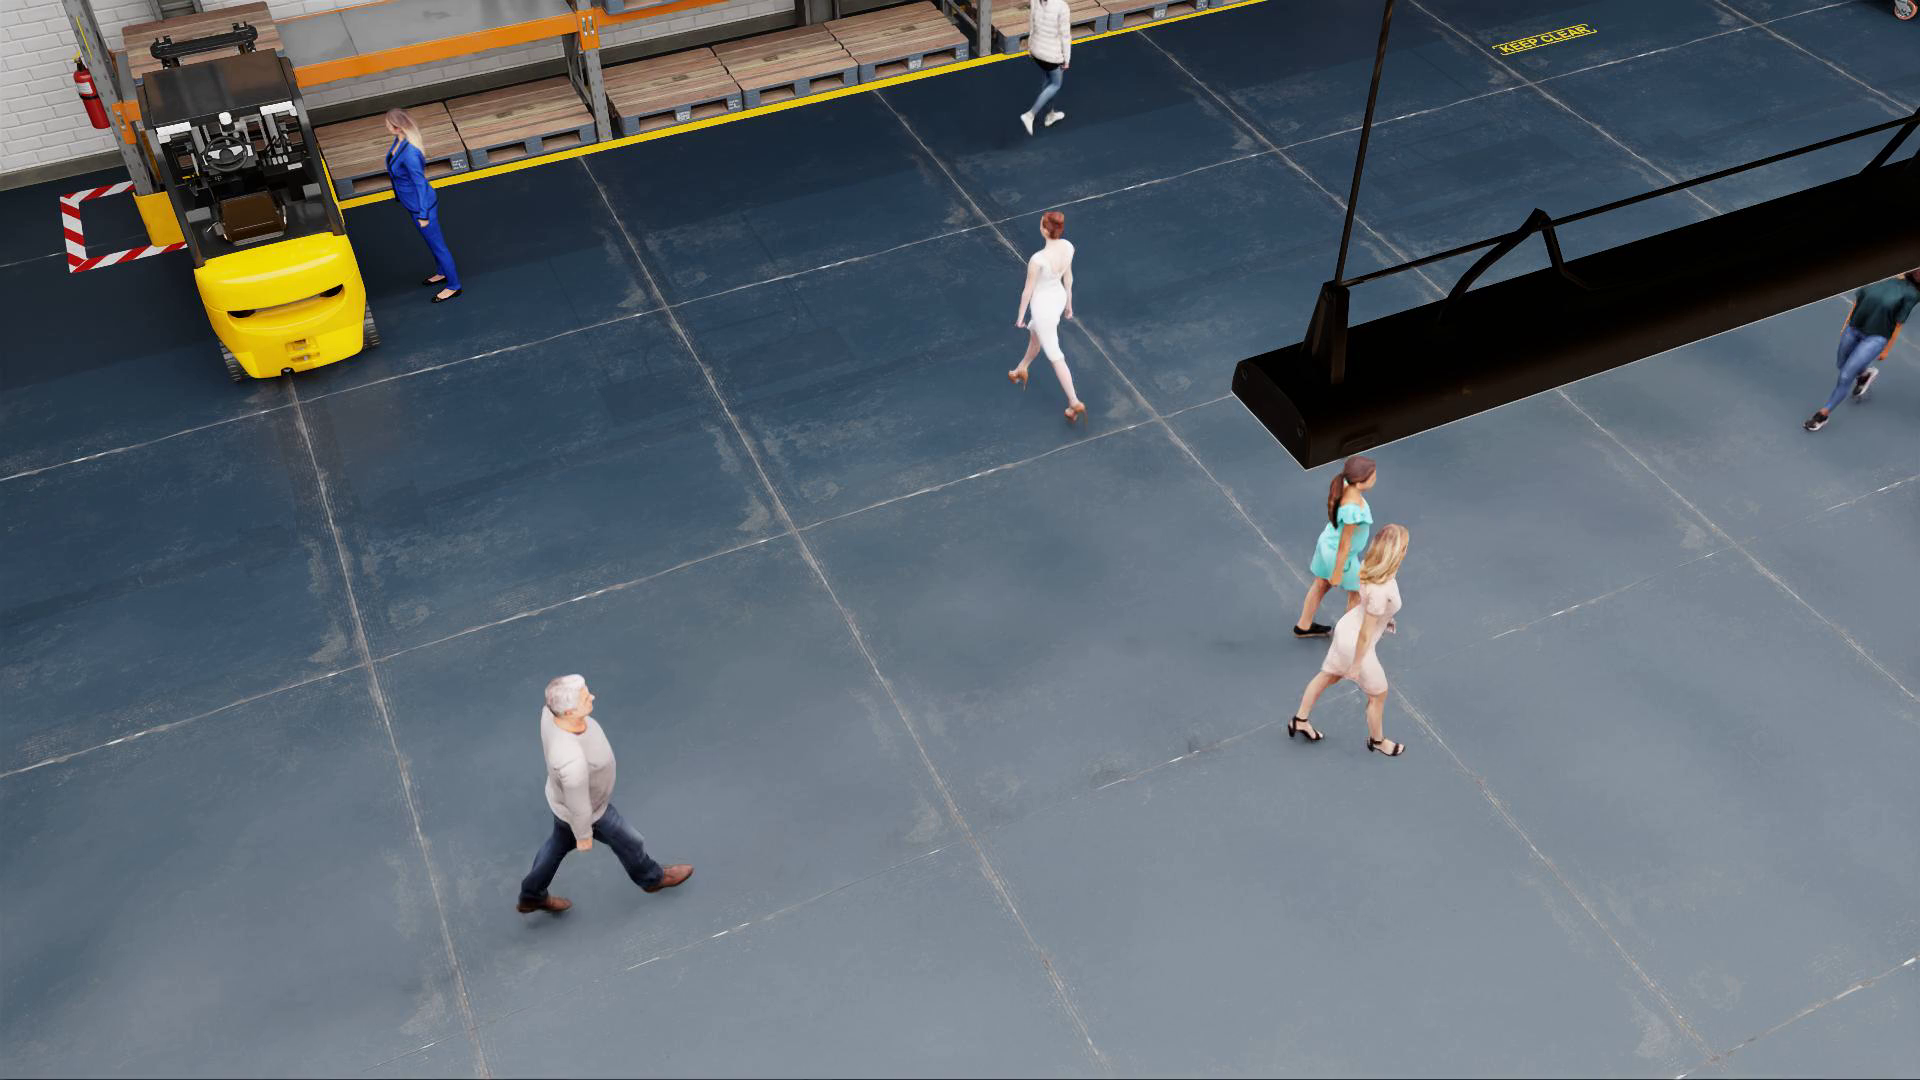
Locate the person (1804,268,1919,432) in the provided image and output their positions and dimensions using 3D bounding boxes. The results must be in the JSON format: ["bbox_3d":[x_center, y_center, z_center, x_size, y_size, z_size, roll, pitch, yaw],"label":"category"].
[{"bbox_3d":[6.756,-1.546,12.296,0.983,1.600,0.645,-23,48,-22],"label":"person"}]

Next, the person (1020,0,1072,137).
[{"bbox_3d":[0.777,-4.504,15.385,0.834,1.622,1.012,32,52,29],"label":"person"}]

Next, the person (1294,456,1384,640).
[{"bbox_3d":[2.355,0.081,10.628,0.886,1.544,0.737,-1,44,-1],"label":"person"}]

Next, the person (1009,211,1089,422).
[{"bbox_3d":[0.707,-1.601,12.247,1.062,1.746,0.866,-32,52,-29],"label":"person"}]

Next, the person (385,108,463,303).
[{"bbox_3d":[-4.352,-2.725,13.461,0.536,1.699,0.624,-19,47,-19],"label":"person"}]

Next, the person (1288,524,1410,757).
[{"bbox_3d":[2.261,0.619,9.889,1.032,1.785,0.858,2,44,2],"label":"person"}]

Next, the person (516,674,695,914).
[{"bbox_3d":[-2.124,1.431,8.972,1.233,1.874,0.762,-16,46,-16],"label":"person"}]
